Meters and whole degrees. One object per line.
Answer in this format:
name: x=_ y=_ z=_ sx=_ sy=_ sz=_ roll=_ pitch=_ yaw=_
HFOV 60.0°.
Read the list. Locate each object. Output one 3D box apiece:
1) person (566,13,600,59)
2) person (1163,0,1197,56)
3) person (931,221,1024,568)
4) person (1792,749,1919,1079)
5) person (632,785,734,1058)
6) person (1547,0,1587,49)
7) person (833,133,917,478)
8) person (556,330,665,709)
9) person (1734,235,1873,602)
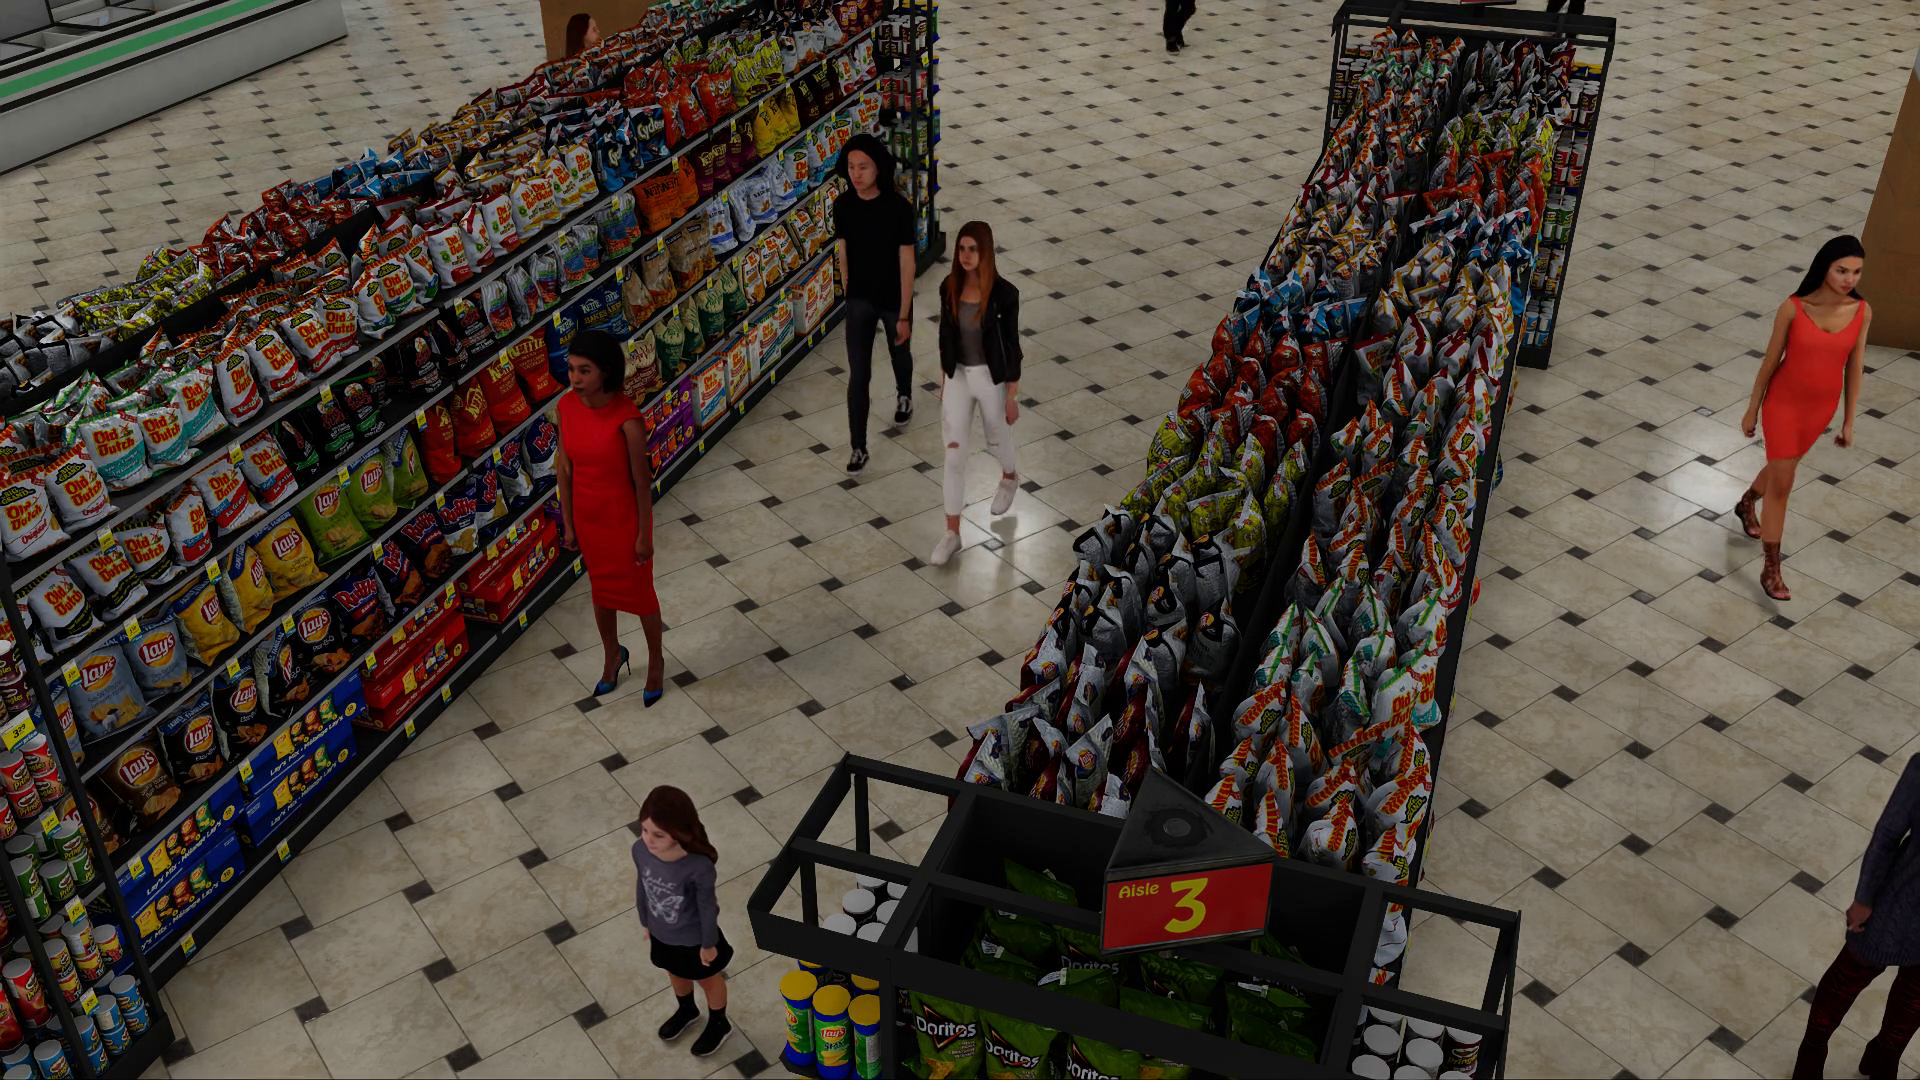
person: x=-2.726 y=-3.077 z=12.089 sx=0.899 sy=1.463 sz=0.925 roll=-5 pitch=32 yaw=-9
person: x=2.070 y=-5.379 z=15.806 sx=0.719 sy=1.447 sz=0.768 roll=-10 pitch=33 yaw=-16
person: x=0.129 y=-0.769 z=8.187 sx=0.626 sy=1.668 sz=1.091 roll=13 pitch=34 yaw=19
person: x=2.968 y=1.112 z=5.124 sx=0.611 sy=1.711 sz=0.555 roll=6 pitch=32 yaw=10
person: x=-0.906 y=1.242 z=5.486 sx=0.481 sy=1.107 sz=0.464 roll=14 pitch=35 yaw=22
person: x=5.863 y=-5.502 z=15.878 sx=0.756 sy=1.579 sz=1.108 roll=6 pitch=32 yaw=10
person: x=-0.396 y=-1.323 z=8.968 sx=0.744 sy=1.783 sz=1.221 roll=7 pitch=32 yaw=10
person: x=-1.458 y=-0.075 z=7.000 sx=0.557 sy=1.744 sz=0.479 roll=11 pitch=33 yaw=17
person: x=4.005 y=-0.648 z=7.992 sx=0.855 sy=1.668 sz=1.178 roll=0 pitch=32 yaw=0
